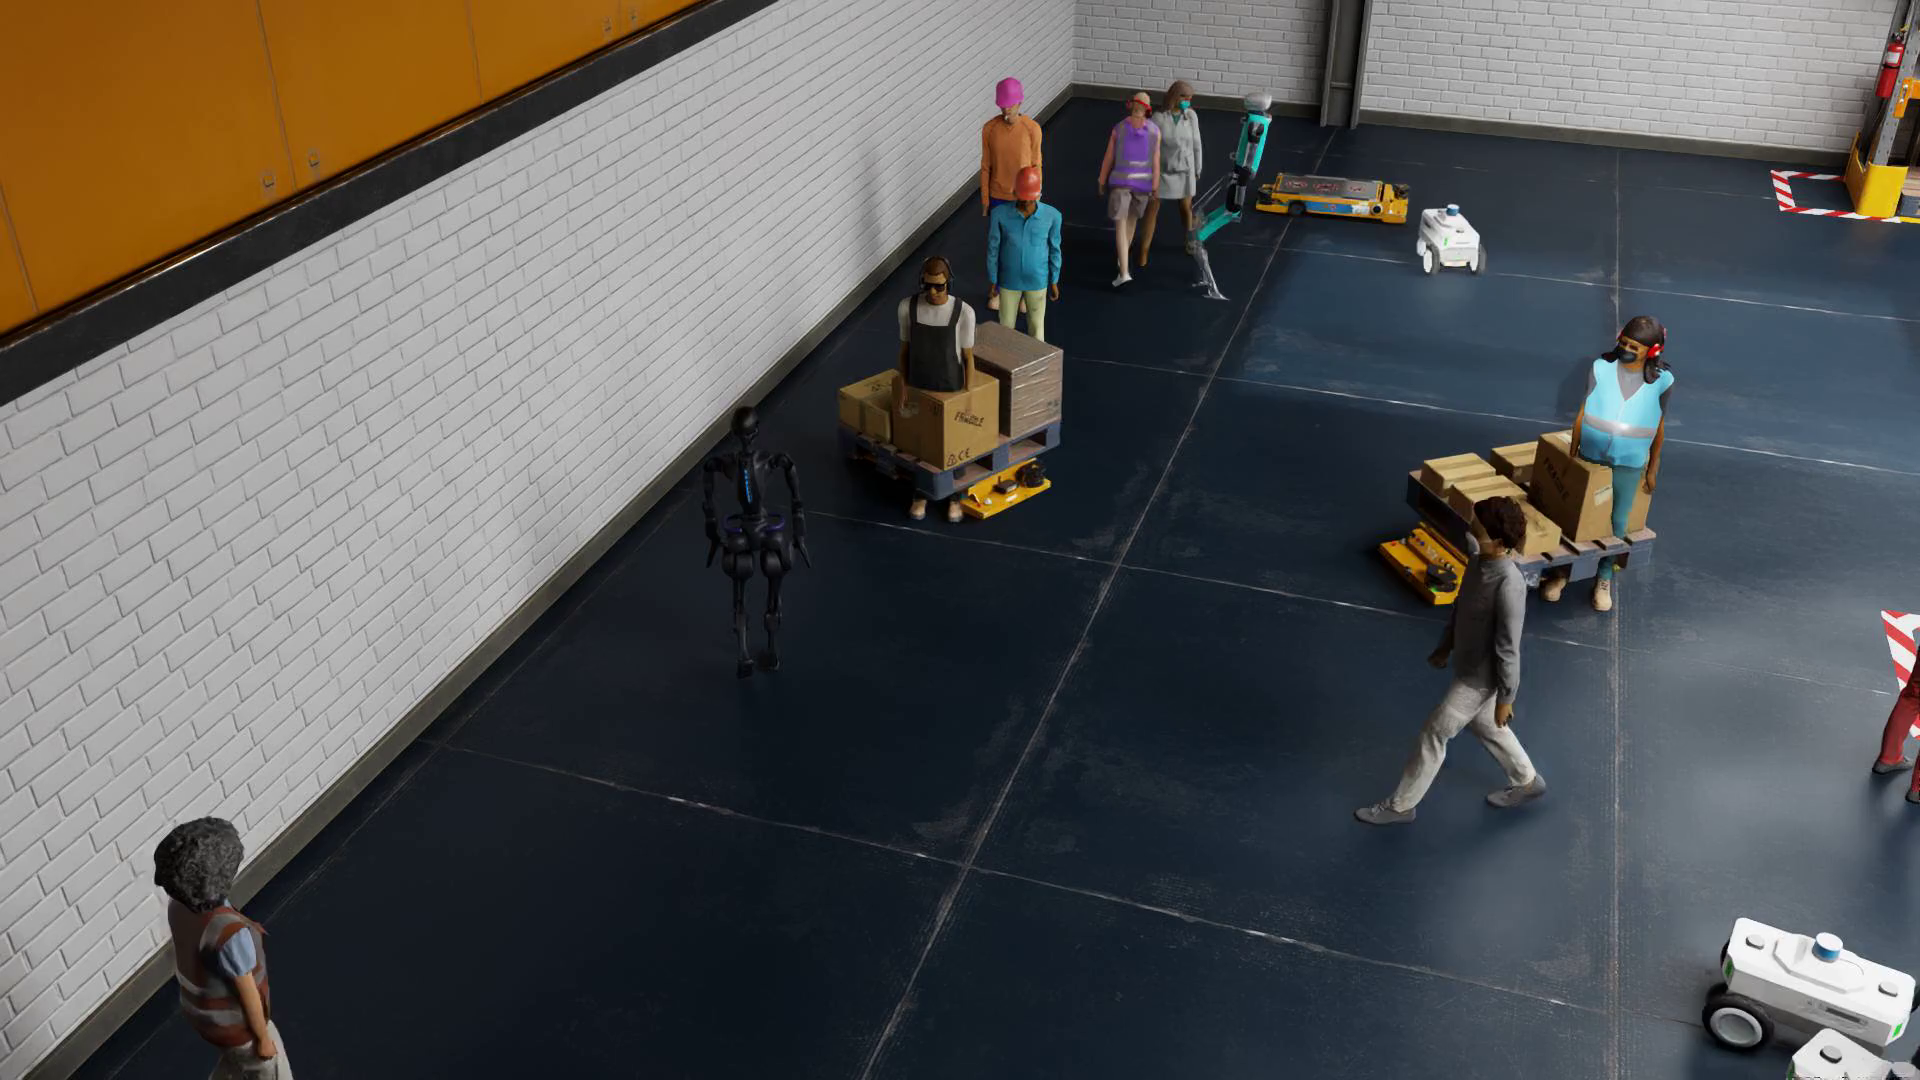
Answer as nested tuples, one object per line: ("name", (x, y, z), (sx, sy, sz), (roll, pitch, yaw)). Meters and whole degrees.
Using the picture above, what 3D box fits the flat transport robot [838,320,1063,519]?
("flat transport robot", (-0.105, -0.567, 11.591), (0.659, 0.231, 1.431), (-26, 39, -37))

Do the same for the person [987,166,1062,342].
("person", (0.479, -1.963, 12.508), (0.562, 1.743, 0.335), (1, 30, 1))

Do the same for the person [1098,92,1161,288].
("person", (1.473, -3.052, 14.456), (0.514, 1.650, 0.836), (-2, 31, -3))

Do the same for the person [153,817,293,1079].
("person", (-2.772, 1.783, 6.199), (0.444, 1.675, 0.492), (22, 37, 32))

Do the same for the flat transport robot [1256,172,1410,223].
("flat transport robot", (3.666, -3.359, 16.340), (1.431, 0.231, 0.659), (8, 31, 13))

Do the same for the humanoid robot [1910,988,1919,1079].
("humanoid robot", (3.824, 1.804, 6.176), (0.475, 1.644, 0.615), (-2, 30, -3))

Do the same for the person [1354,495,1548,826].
("person", (2.525, 0.601, 8.043), (0.968, 1.853, 0.540), (1, 30, 1))

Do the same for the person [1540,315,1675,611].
("person", (3.854, -0.458, 9.828), (0.526, 1.866, 0.397), (13, 33, 21))

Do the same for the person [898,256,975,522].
("person", (-0.153, -0.971, 10.736), (0.499, 1.839, 0.344), (7, 31, 12))

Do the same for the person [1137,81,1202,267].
("person", (1.865, -3.298, 14.880), (0.598, 1.651, 0.504), (1, 30, 2))

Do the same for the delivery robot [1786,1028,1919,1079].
("delivery robot", (3.588, 2.270, 6.483), (0.499, 0.595, 0.792), (-21, 36, -32))

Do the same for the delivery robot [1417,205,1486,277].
("delivery robot", (4.391, -2.719, 14.960), (0.499, 0.586, 0.765), (-2, 31, -3))

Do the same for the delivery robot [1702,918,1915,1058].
("delivery robot", (3.595, 1.917, 7.094), (0.779, 0.607, 0.522), (18, 35, 27))

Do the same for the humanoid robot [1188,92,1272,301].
("humanoid robot", (2.201, -2.928, 14.164), (0.783, 1.765, 0.560), (5, 31, 9))

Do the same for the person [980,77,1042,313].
("person", (0.417, -2.858, 13.815), (0.515, 1.973, 0.401), (5, 31, 9))

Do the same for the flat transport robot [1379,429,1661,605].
("flat transport robot", (3.454, 0.062, 10.520), (1.431, 0.231, 0.659), (-10, 32, -16))

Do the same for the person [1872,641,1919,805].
("person", (4.989, 0.516, 8.269), (0.328, 1.767, 0.526), (-5, 31, -8))

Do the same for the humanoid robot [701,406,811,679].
("humanoid robot", (-1.121, 0.048, 9.155), (0.589, 1.639, 0.485), (-2, 31, -3))
